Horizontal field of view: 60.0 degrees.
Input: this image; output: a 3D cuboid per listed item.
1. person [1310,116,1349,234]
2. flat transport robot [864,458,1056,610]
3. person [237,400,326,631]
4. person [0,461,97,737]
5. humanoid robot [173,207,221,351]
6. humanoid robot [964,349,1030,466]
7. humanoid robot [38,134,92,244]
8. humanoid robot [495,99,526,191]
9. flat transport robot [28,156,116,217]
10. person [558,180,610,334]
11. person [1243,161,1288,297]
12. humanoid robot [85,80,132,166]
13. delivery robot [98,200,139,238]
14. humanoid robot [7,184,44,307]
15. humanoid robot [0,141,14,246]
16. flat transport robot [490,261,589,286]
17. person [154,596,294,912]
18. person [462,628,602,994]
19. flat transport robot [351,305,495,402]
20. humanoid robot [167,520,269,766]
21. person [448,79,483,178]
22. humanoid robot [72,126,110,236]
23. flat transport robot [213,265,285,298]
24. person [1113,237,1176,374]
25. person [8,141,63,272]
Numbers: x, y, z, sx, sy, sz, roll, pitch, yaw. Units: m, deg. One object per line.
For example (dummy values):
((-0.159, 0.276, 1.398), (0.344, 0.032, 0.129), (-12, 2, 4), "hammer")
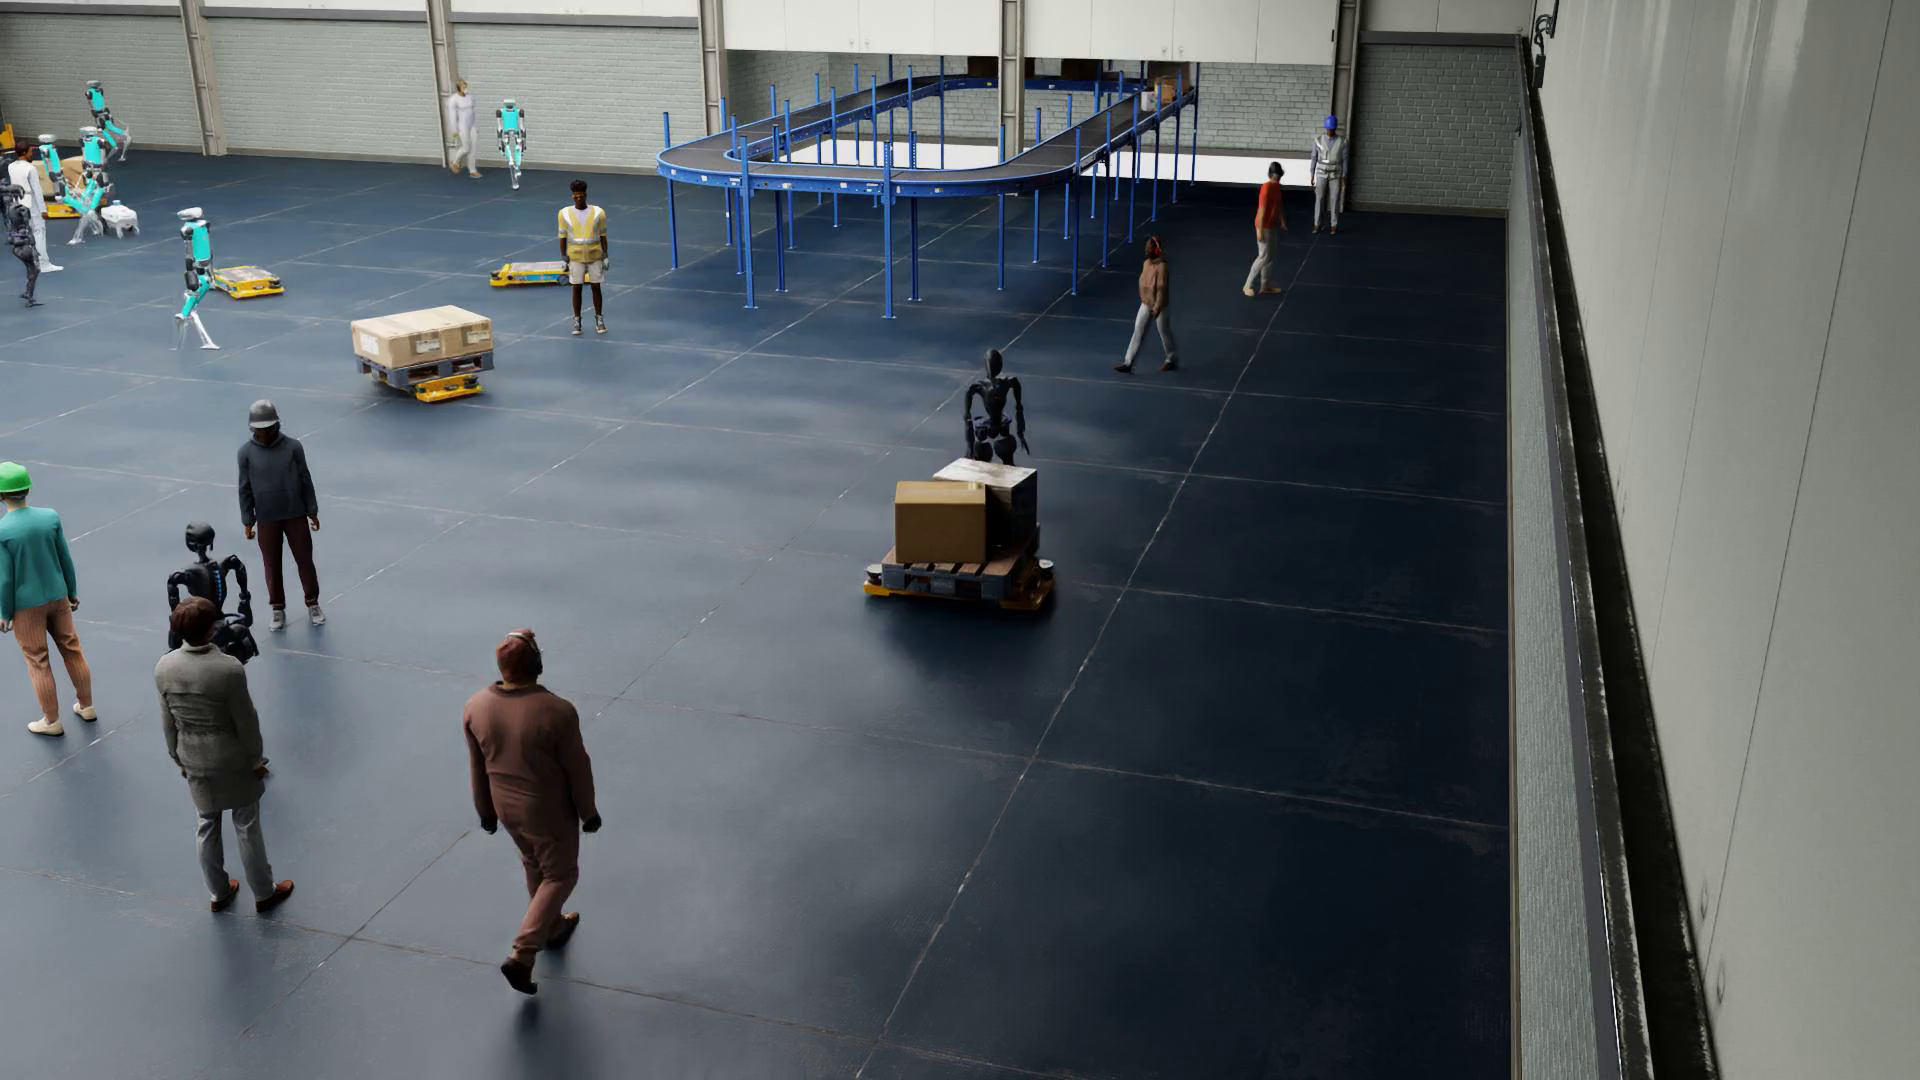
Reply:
((6.102, -6.043, 27.547), (0.612, 1.935, 0.419), (4, 22, 11), "person")
((0.006, 0.301, 13.398), (1.431, 0.231, 0.659), (6, 22, 14), "flat transport robot")
((-5.134, -0.197, 12.556), (0.549, 1.806, 0.380), (-9, 23, -21), "person")
((-6.071, 0.387, 10.941), (0.357, 1.872, 0.527), (13, 25, 30), "person")
((-9.517, -3.132, 20.411), (0.746, 1.886, 0.539), (2, 21, 4), "humanoid robot")
((0.299, -0.899, 14.544), (0.601, 1.637, 0.407), (-8, 23, -20), "humanoid robot")
((-14.234, -5.603, 26.672), (0.736, 1.790, 0.540), (-6, 22, -16), "humanoid robot")
((-8.400, -7.375, 31.343), (0.537, 1.769, 1.031), (-8, 22, -19), "humanoid robot")
((-15.775, -5.940, 29.585), (0.659, 0.231, 1.431), (-3, 21, -8), "flat transport robot")
((-4.772, -3.601, 21.161), (0.611, 1.963, 0.363), (-6, 22, -14), "person")
((4.309, -4.351, 23.227), (0.472, 1.892, 0.702), (11, 24, 26), "person")
((-17.647, -8.632, 34.545), (0.914, 1.777, 0.552), (1, 21, 3), "humanoid robot")
((-13.960, -5.337, 27.611), (0.791, 0.587, 0.499), (20, 28, 41), "delivery robot")
((-12.733, -4.007, 22.615), (0.608, 1.641, 0.338), (17, 27, 37), "humanoid robot")
((-15.376, -5.601, 26.767), (0.605, 1.636, 0.619), (1, 21, 3), "humanoid robot")
((-6.084, -3.882, 24.245), (1.431, 0.231, 0.659), (-3, 21, -8), "flat transport robot")
((-3.996, 1.168, 8.979), (0.502, 1.833, 0.369), (2, 21, 5), "person")
((-2.182, 1.363, 8.405), (0.647, 1.877, 0.786), (9, 23, 22), "person")
((-6.083, -1.850, 18.976), (0.659, 0.231, 1.431), (-18, 28, -39), "flat transport robot")
((-4.735, 0.667, 10.581), (0.789, 1.639, 0.599), (14, 25, 33), "humanoid robot")
((-9.883, -8.194, 33.134), (0.566, 1.922, 0.631), (10, 23, 23), "person")
((-14.332, -5.854, 27.341), (0.532, 1.789, 0.722), (9, 23, 22), "humanoid robot")
((-10.232, -3.693, 23.756), (0.659, 0.231, 1.431), (-17, 27, -37), "flat transport robot")
((2.221, -2.716, 19.352), (0.858, 1.600, 0.486), (-13, 25, -30), "person")
((-13.818, -4.948, 24.724), (0.596, 1.915, 0.371), (11, 24, 27), "person")
